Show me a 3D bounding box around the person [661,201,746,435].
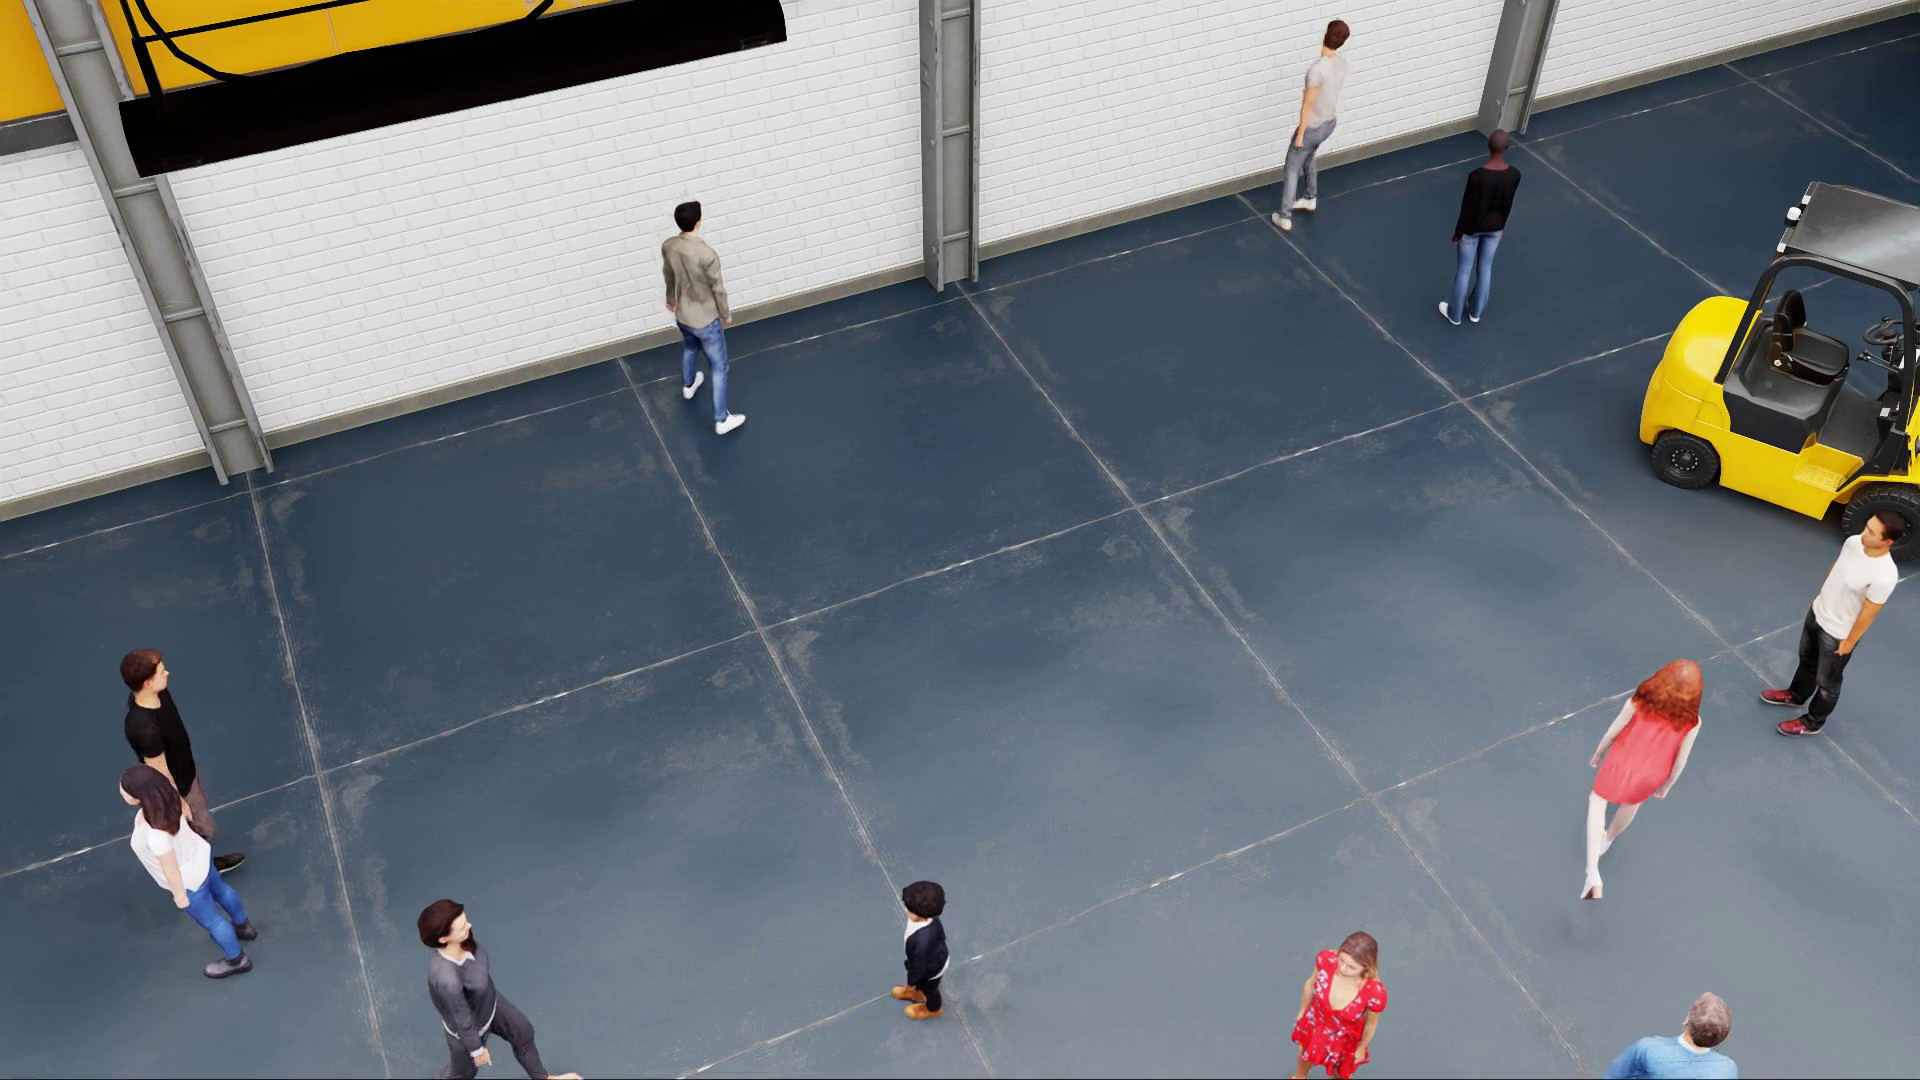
[{"bbox_3d":[-2.032,-1.723,12.708,1.002,1.833,0.995,25,49,24],"label":"person"}]

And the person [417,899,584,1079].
[{"bbox_3d":[-2.563,2.436,8.420,1.220,1.726,0.843,-6,44,-6],"label":"person"}]

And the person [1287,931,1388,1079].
[{"bbox_3d":[1.923,2.474,8.476,0.643,1.592,0.653,32,52,29],"label":"person"}]

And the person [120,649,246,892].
[{"bbox_3d":[-4.554,1.367,9.466,0.743,1.830,0.702,-8,44,-9],"label":"person"}]

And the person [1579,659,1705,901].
[{"bbox_3d":[3.817,1.384,9.465,0.992,1.807,1.051,15,46,15],"label":"person"}]

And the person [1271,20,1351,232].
[{"bbox_3d":[3.199,-3.666,14.743,0.938,1.838,0.763,19,47,19],"label":"person"}]

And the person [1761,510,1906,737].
[{"bbox_3d":[5.506,0.507,10.390,0.650,1.800,0.691,-3,44,-3],"label":"person"}]

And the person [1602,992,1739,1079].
[{"bbox_3d":[3.313,2.791,7.996,1.117,1.796,1.086,8,44,8],"label":"person"}]

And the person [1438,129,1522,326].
[{"bbox_3d":[4.279,-2.552,13.640,0.577,1.746,0.716,-5,44,-5],"label":"person"}]

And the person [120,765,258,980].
[{"bbox_3d":[-4.207,1.809,9.109,0.578,1.682,0.624,-11,45,-11],"label":"person"}]

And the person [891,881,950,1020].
[{"bbox_3d":[-0.140,2.233,9.001,0.677,1.217,0.625,3,44,3],"label":"person"}]
